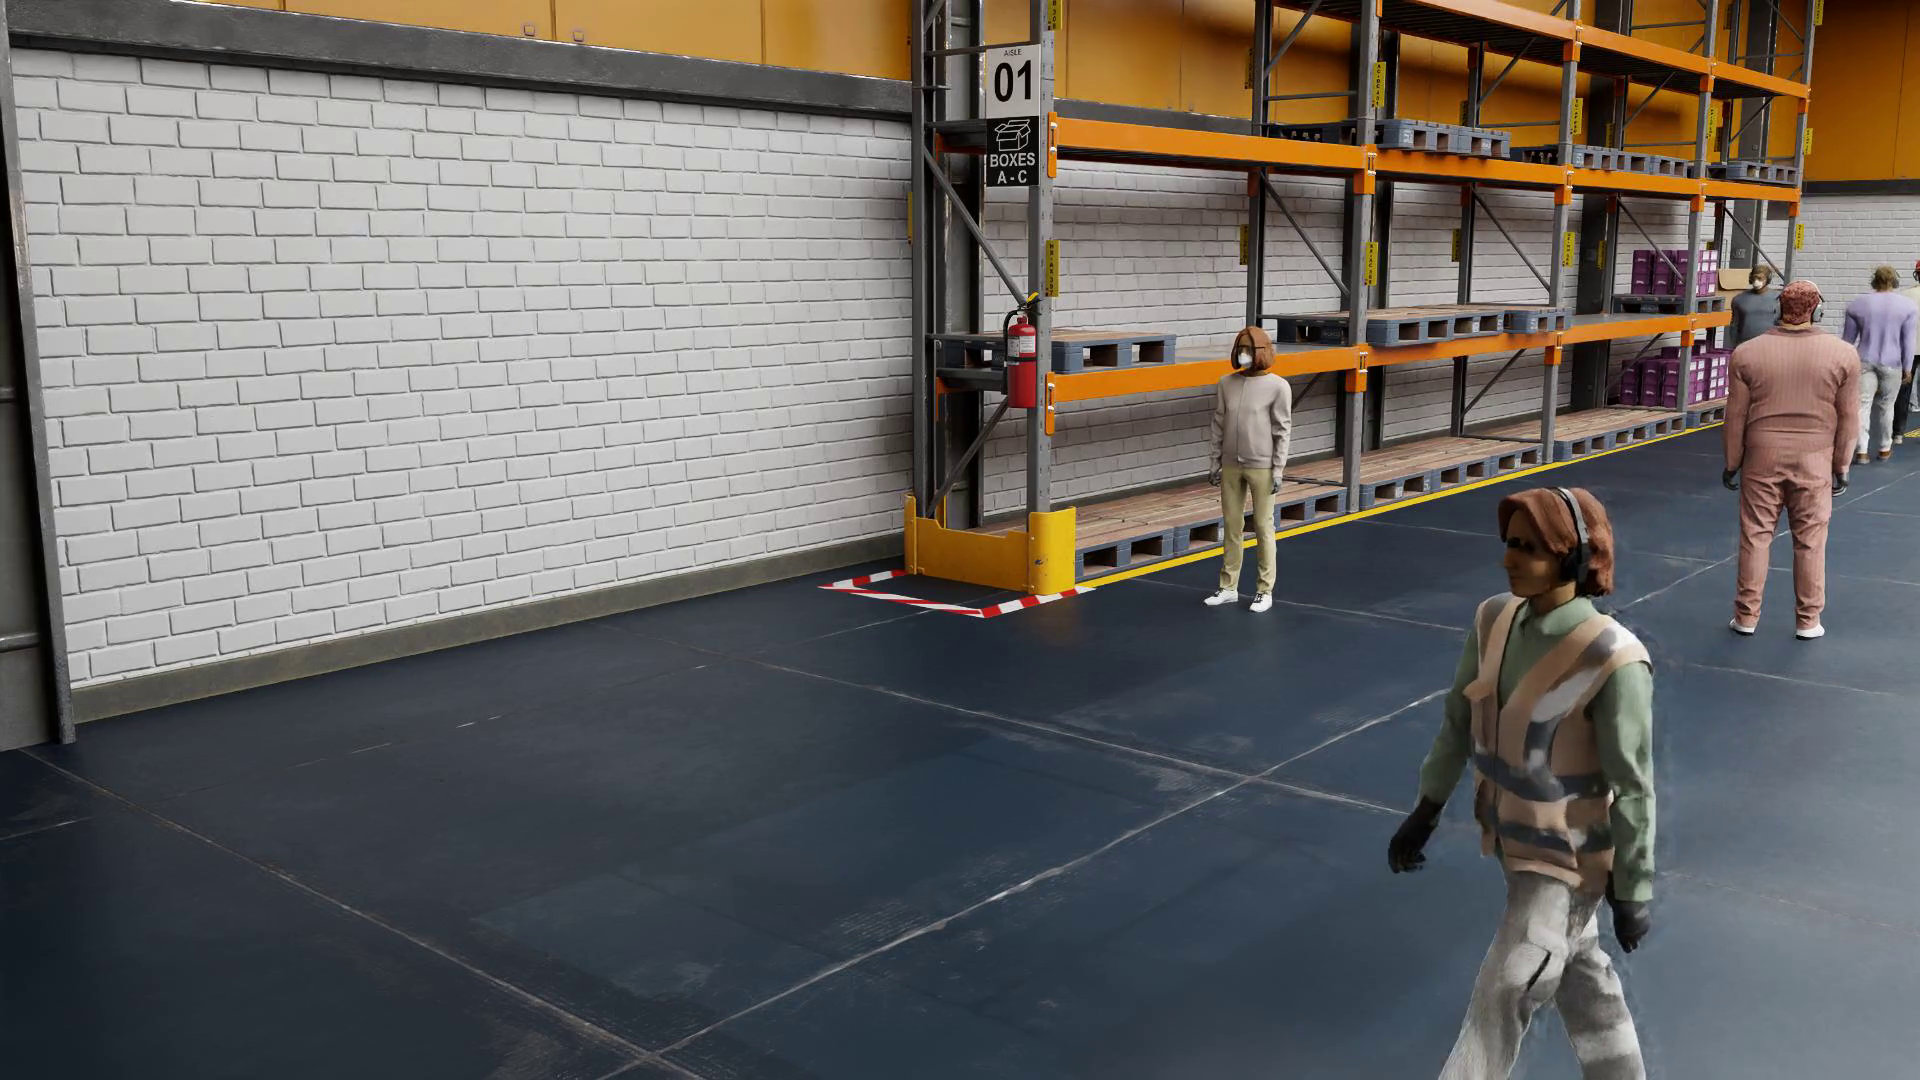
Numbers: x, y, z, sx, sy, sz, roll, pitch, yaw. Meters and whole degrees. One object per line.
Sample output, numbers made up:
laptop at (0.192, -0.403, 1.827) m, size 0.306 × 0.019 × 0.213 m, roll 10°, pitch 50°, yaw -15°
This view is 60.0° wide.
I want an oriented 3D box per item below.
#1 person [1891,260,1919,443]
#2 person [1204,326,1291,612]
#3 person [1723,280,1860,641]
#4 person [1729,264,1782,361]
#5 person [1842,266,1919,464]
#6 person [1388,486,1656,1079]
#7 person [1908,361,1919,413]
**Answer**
person at (10.180, -2.006, 17.636) m, size 0.623 × 1.990 × 0.390 m, roll 6°, pitch 11°, yaw 29°
person at (1.654, -0.408, 9.558) m, size 0.500 × 1.636 × 0.286 m, roll 8°, pitch 13°, yaw 39°
person at (4.400, -0.419, 8.849) m, size 0.638 × 1.909 × 0.408 m, roll 5°, pitch 11°, yaw 25°
person at (9.087, -2.181, 18.914) m, size 0.636 × 1.908 × 0.938 m, roll 8°, pitch 13°, yaw 40°
person at (8.893, -1.695, 16.126) m, size 0.652 × 1.902 × 0.842 m, roll 7°, pitch 12°, yaw 34°
person at (1.199, 0.674, 3.525) m, size 0.878 × 1.591 × 0.508 m, roll -2°, pitch 10°, yaw -11°
person at (12.231, -2.450, 21.285) m, size 0.528 × 1.602 × 0.787 m, roll 1°, pitch 10°, yaw 6°
